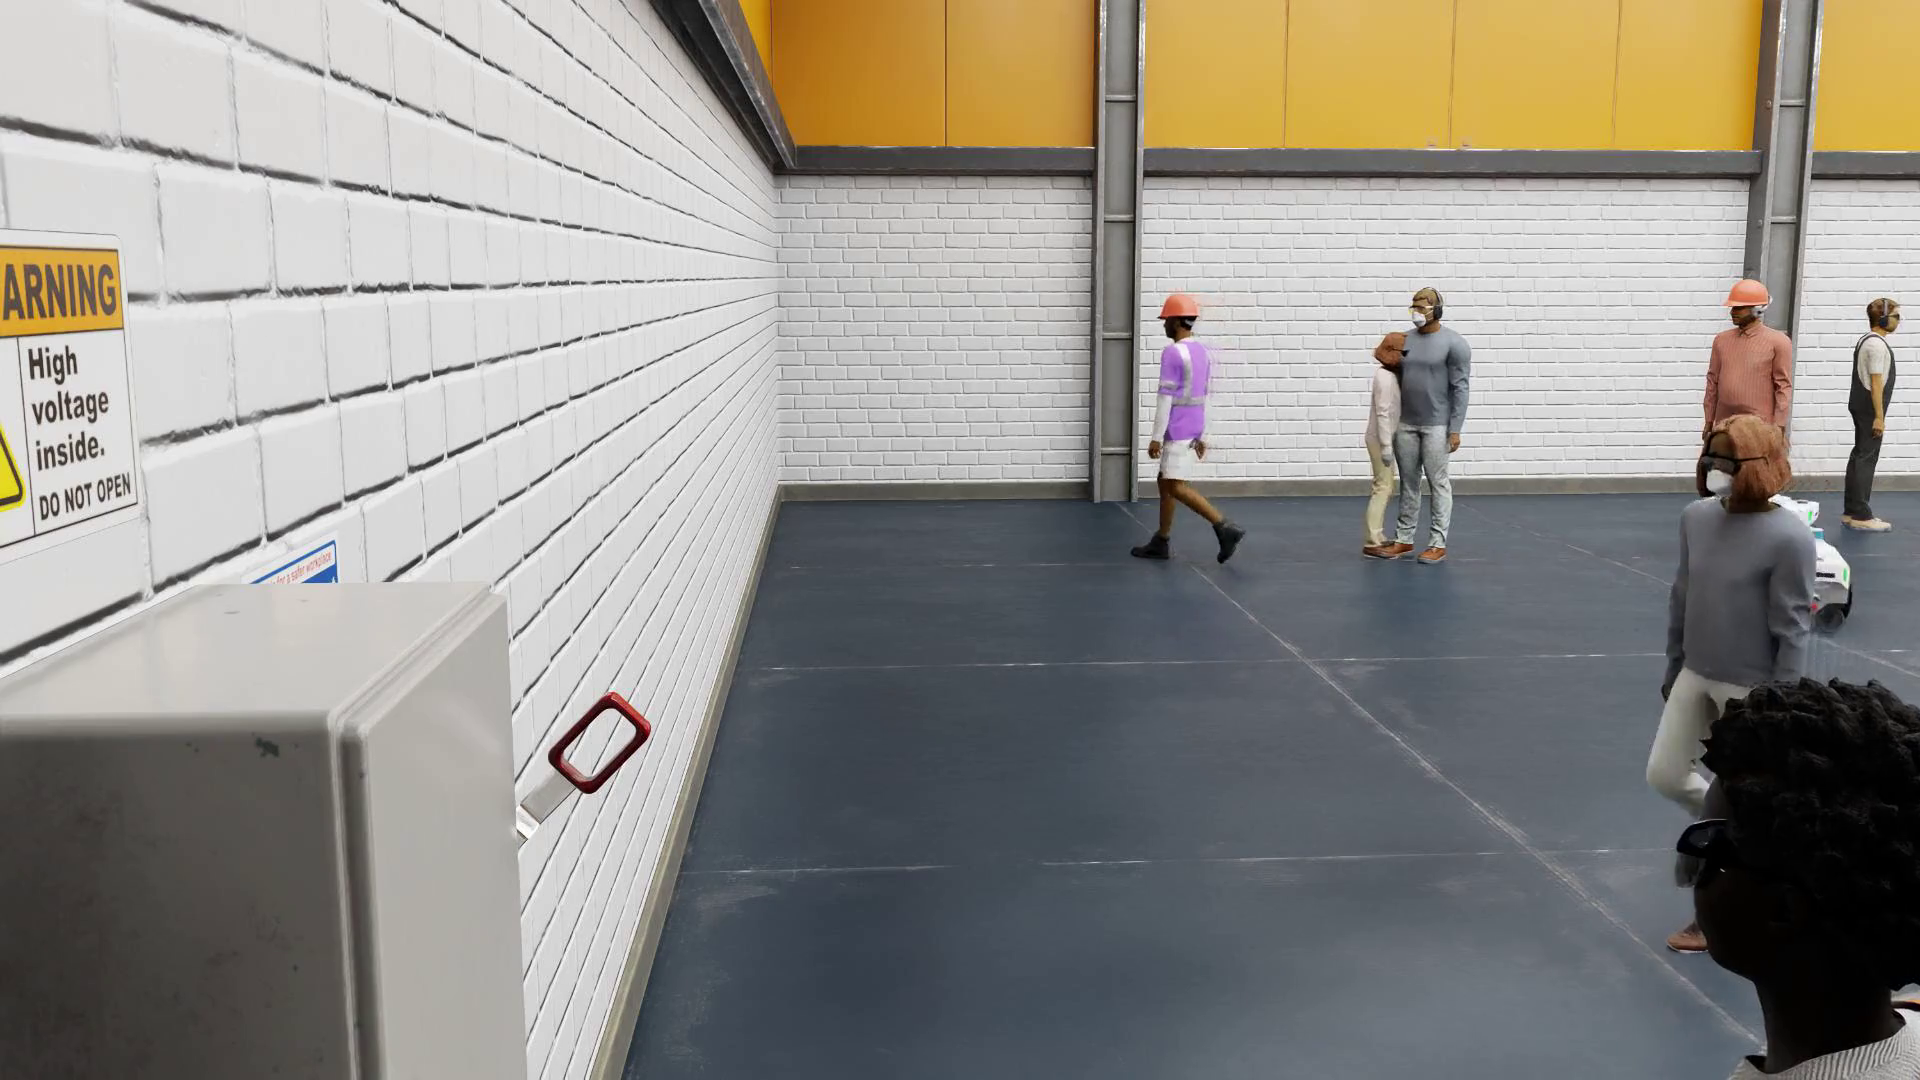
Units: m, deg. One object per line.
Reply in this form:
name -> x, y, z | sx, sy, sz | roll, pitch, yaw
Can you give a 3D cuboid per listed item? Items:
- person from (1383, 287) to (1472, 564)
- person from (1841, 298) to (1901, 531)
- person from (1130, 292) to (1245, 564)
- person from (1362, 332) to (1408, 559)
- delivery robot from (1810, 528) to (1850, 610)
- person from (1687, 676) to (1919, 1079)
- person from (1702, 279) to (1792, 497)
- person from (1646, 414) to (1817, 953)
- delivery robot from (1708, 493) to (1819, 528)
person -> 3.281, -0.805, 11.729 | 0.378, 1.940, 0.629 | -7, 11, -38
person -> 7.260, -0.996, 13.227 | 0.342, 1.844, 0.509 | 3, 9, 17
person -> 1.603, -0.768, 11.606 | 0.850, 1.910, 0.546 | 5, 10, 29
person -> 3.060, -0.674, 11.914 | 0.316, 1.615, 0.508 | 4, 10, 24
delivery robot -> 4.923, 0.172, 9.633 | 0.477, 0.478, 0.707 | 3, 10, 21
person -> 0.712, 0.953, 1.448 | 0.530, 1.697, 0.321 | -8, 12, -42
person -> 5.560, -0.846, 11.821 | 0.390, 1.990, 0.623 | -6, 11, -32
person -> 2.306, 0.430, 4.951 | 0.403, 1.617, 0.521 | -3, 10, -19
delivery robot -> 5.711, -0.182, 11.857 | 0.707, 0.478, 0.477 | 6, 11, 33
